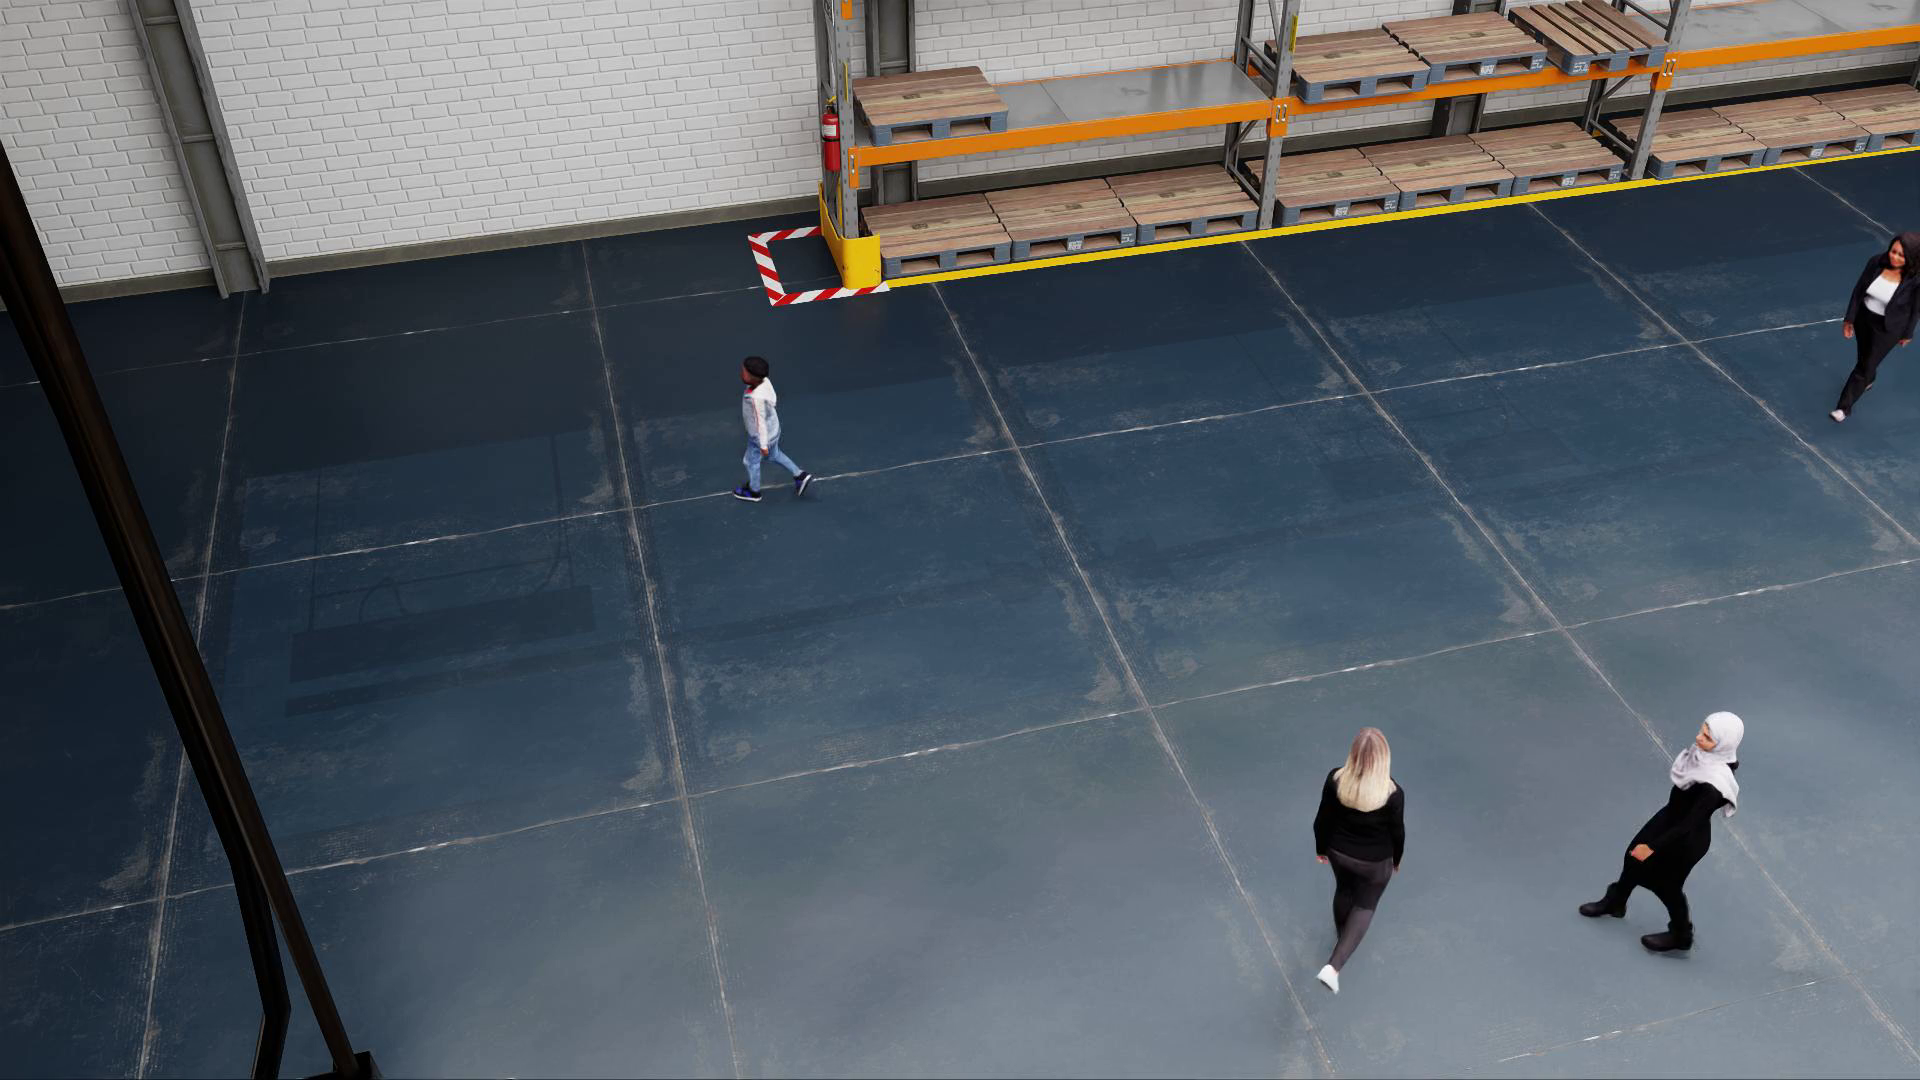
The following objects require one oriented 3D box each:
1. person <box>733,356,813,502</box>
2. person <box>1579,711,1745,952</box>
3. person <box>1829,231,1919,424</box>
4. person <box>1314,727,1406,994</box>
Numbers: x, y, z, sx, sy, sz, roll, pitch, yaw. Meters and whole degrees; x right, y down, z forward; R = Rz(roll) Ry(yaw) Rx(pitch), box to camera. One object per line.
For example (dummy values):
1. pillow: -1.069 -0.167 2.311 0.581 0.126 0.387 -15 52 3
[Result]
1. person: -1.385 -0.804 12.123 0.877 1.245 0.682 6 39 7
2. person: 3.861 1.581 8.729 0.945 1.754 0.834 11 40 13
3. person: 7.217 -1.713 13.011 1.207 1.557 0.928 -28 47 -31
4. person: 2.032 1.705 8.644 0.962 1.666 1.012 21 43 24
